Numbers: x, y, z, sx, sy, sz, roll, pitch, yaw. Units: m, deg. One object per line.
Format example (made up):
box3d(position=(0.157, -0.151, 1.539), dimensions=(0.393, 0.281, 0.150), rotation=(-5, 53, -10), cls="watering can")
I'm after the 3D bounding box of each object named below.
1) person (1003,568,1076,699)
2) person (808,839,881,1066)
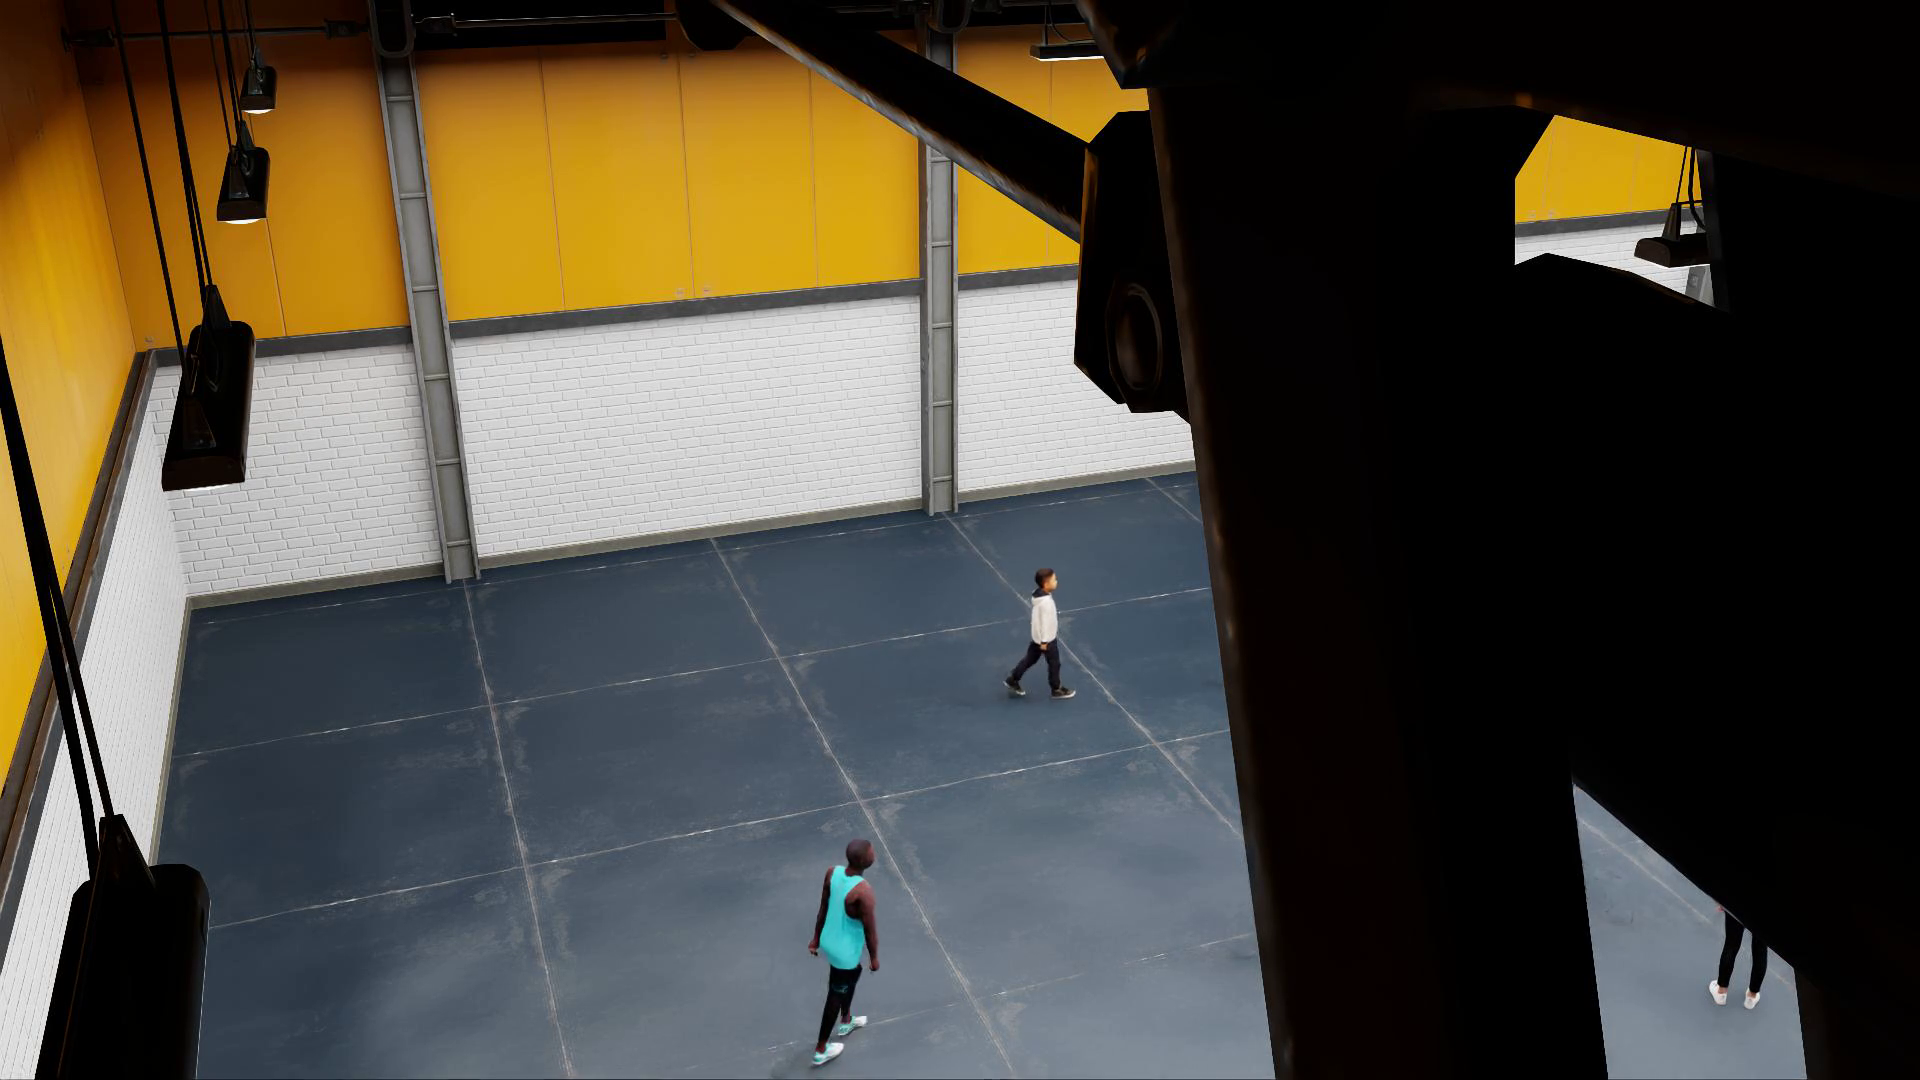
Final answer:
box3d(position=(0.770, 0.946, 16.723), dimensions=(0.986, 1.442, 0.692), rotation=(-4, 24, -9), cls="person")
box3d(position=(-0.902, 2.932, 11.771), dimensions=(0.906, 1.769, 0.792), rotation=(-20, 31, -39), cls="person")
